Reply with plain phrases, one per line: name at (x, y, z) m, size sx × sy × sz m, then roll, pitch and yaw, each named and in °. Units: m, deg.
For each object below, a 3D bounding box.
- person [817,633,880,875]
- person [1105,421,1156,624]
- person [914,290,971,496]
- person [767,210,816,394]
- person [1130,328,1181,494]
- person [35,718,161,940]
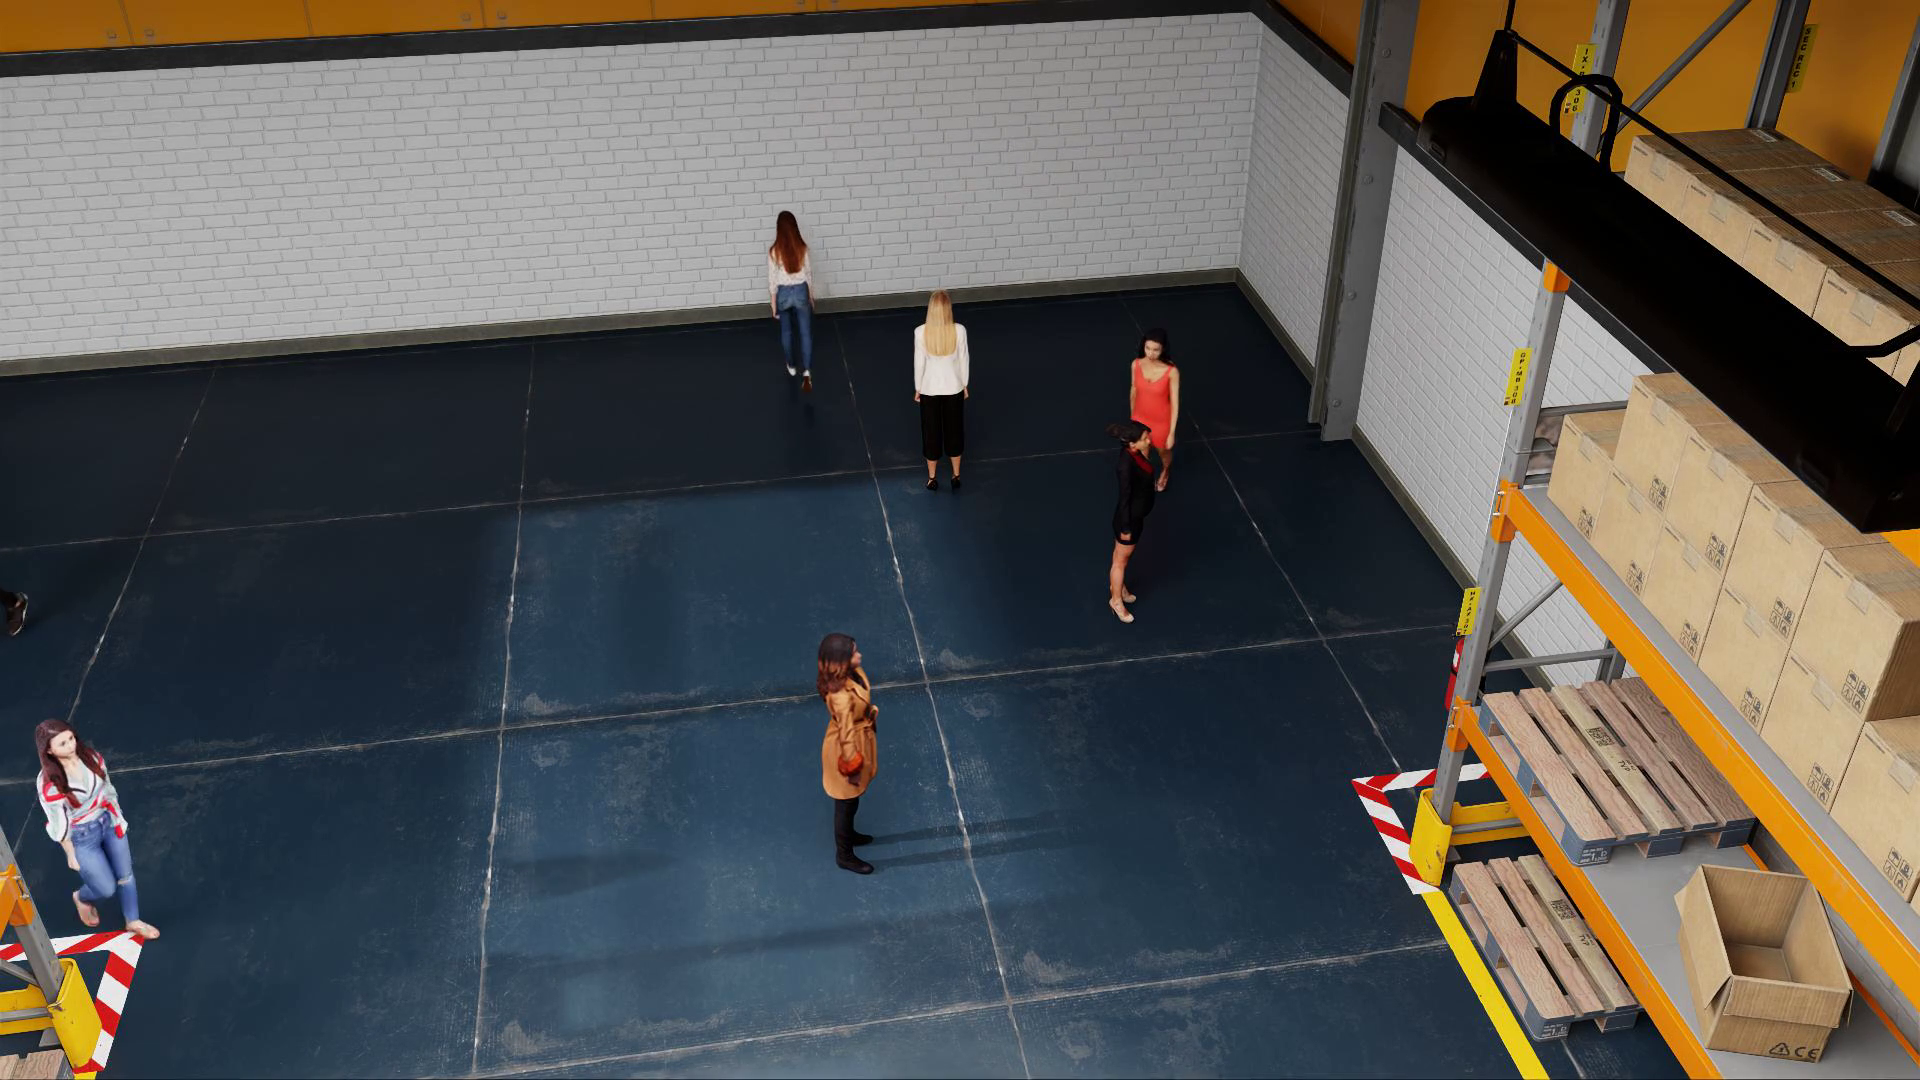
person at (-0.678, 1.276, 10.082) m, size 0.776 × 1.719 × 0.574 m, roll -1°, pitch 34°, yaw -1°
person at (1.246, -0.153, 12.305) m, size 0.729 × 1.639 × 0.662 m, roll 7°, pitch 34°, yaw 10°
person at (-0.149, -1.207, 13.692) m, size 0.609 × 1.859 × 0.516 m, roll -4°, pitch 34°, yaw -6°
person at (-1.519, -2.173, 15.281) m, size 0.577 × 1.709 × 1.011 m, roll -6°, pitch 34°, yaw -9°
person at (1.596, -0.974, 13.511) m, size 1.017 × 1.670 × 1.247 m, roll 13°, pitch 36°, yaw 18°
person at (-5.061, 1.674, 9.583) m, size 0.859 × 1.608 × 0.821 m, roll 13°, pitch 36°, yaw 19°
